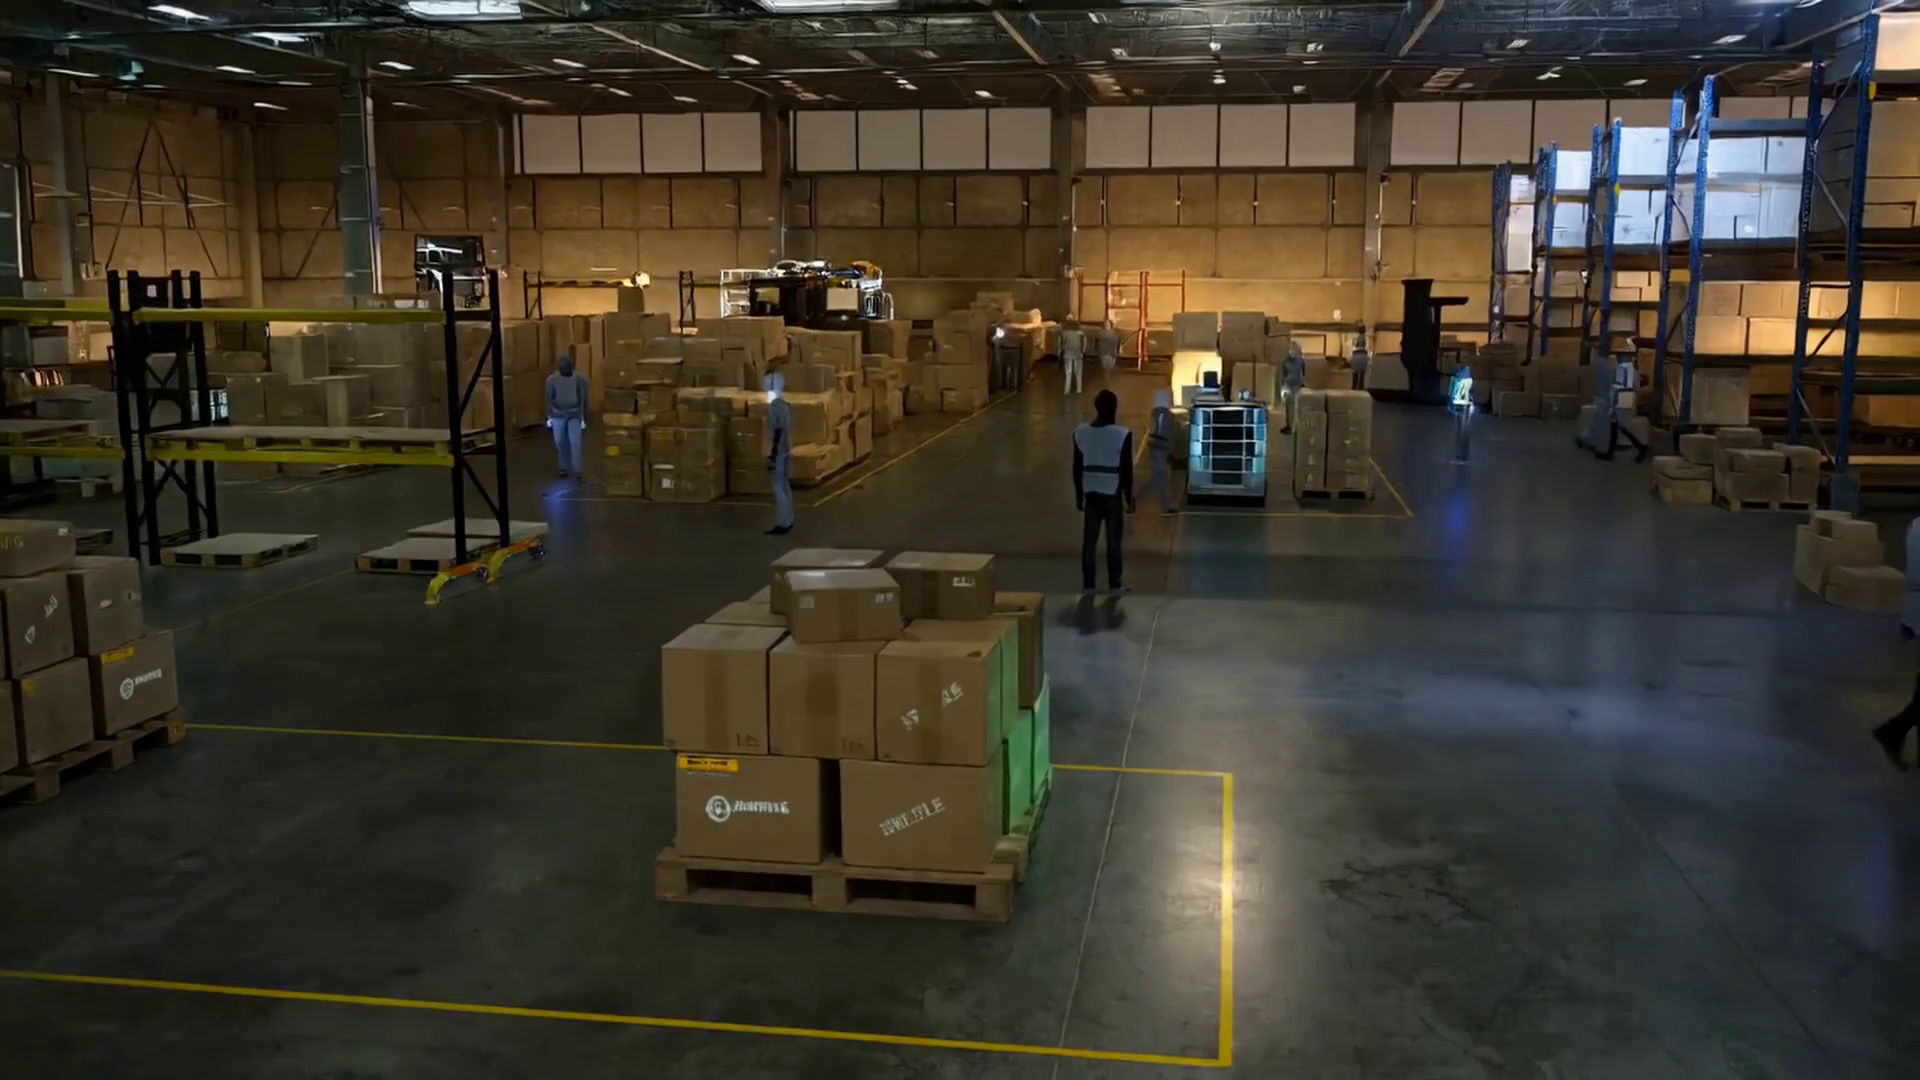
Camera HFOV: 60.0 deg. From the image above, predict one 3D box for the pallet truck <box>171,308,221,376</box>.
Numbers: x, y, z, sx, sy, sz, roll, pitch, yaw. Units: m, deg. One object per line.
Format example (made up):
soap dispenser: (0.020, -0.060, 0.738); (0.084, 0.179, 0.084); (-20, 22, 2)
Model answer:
pallet truck: (-21.869, -5.598, 47.154); (0.823, 1.965, 1.885); (4, 10, 26)

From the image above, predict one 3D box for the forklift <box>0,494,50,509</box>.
forklift: (-12.493, -1.705, 20.431); (1.129, 2.768, 1.873); (3, 10, 16)

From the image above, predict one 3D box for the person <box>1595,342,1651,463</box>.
person: (10.527, -2.161, 26.267); (0.823, 1.907, 0.552); (8, 12, 39)

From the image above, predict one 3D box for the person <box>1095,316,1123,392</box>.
person: (3.640, -4.489, 40.573); (0.642, 1.908, 0.729); (-3, 10, -19)

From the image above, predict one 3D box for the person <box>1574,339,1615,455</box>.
person: (10.466, -2.327, 27.237); (0.482, 1.923, 0.627); (5, 10, 26)

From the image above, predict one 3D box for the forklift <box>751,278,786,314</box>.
forklift: (-4.966, -5.394, 43.181); (1.129, 2.768, 1.873); (-3, 10, -16)

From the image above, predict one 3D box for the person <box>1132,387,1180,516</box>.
person: (2.391, -1.073, 20.402); (0.681, 1.615, 0.515); (-2, 9, -13)

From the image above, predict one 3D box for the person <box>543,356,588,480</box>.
person: (-5.717, -1.765, 24.142); (0.630, 1.790, 0.963); (-2, 9, -13)

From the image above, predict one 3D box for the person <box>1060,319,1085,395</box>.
person: (2.723, -4.443, 40.509); (0.621, 1.845, 0.429); (-2, 9, -12)

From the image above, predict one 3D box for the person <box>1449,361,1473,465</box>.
person: (7.855, -1.986, 26.008); (0.320, 1.631, 0.523); (0, 9, -2)

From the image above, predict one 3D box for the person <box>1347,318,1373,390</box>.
person: (9.439, -4.267, 39.178); (0.567, 1.918, 0.652); (1, 9, 5)

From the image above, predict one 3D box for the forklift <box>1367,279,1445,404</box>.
forklift: (10.453, -4.588, 38.213); (1.873, 2.768, 1.129); (7, 12, 37)

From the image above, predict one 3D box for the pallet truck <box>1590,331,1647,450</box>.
pallet truck: (11.253, -2.573, 28.499); (0.823, 1.965, 1.885); (5, 10, 27)

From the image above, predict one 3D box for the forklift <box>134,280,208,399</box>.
forklift: (-18.803, -4.699, 38.898); (1.873, 2.768, 1.129); (1, 9, 9)

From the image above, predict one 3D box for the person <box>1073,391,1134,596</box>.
person: (1.336, -0.426, 15.518); (0.587, 1.913, 0.390); (5, 10, 26)

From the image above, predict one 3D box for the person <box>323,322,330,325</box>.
person: (-18.404, -5.630, 48.360); (0.550, 1.650, 0.831); (-3, 10, -17)

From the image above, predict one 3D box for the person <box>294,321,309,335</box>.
person: (-14.766, -3.987, 37.401); (0.365, 1.939, 0.636); (0, 9, 0)

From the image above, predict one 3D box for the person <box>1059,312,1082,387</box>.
person: (2.887, -4.985, 43.532); (0.615, 1.958, 0.982); (-1, 9, -7)

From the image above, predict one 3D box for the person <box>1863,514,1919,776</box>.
person: (5.743, 0.473, 9.837); (0.530, 1.955, 0.627); (2, 9, 10)

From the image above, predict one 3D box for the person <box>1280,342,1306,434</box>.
person: (6.199, -2.830, 31.000); (0.533, 1.699, 0.319); (-4, 10, -25)

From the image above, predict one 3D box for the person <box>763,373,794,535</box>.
person: (-2.097, -0.986, 19.122); (0.309, 1.864, 0.535); (1, 9, 9)
